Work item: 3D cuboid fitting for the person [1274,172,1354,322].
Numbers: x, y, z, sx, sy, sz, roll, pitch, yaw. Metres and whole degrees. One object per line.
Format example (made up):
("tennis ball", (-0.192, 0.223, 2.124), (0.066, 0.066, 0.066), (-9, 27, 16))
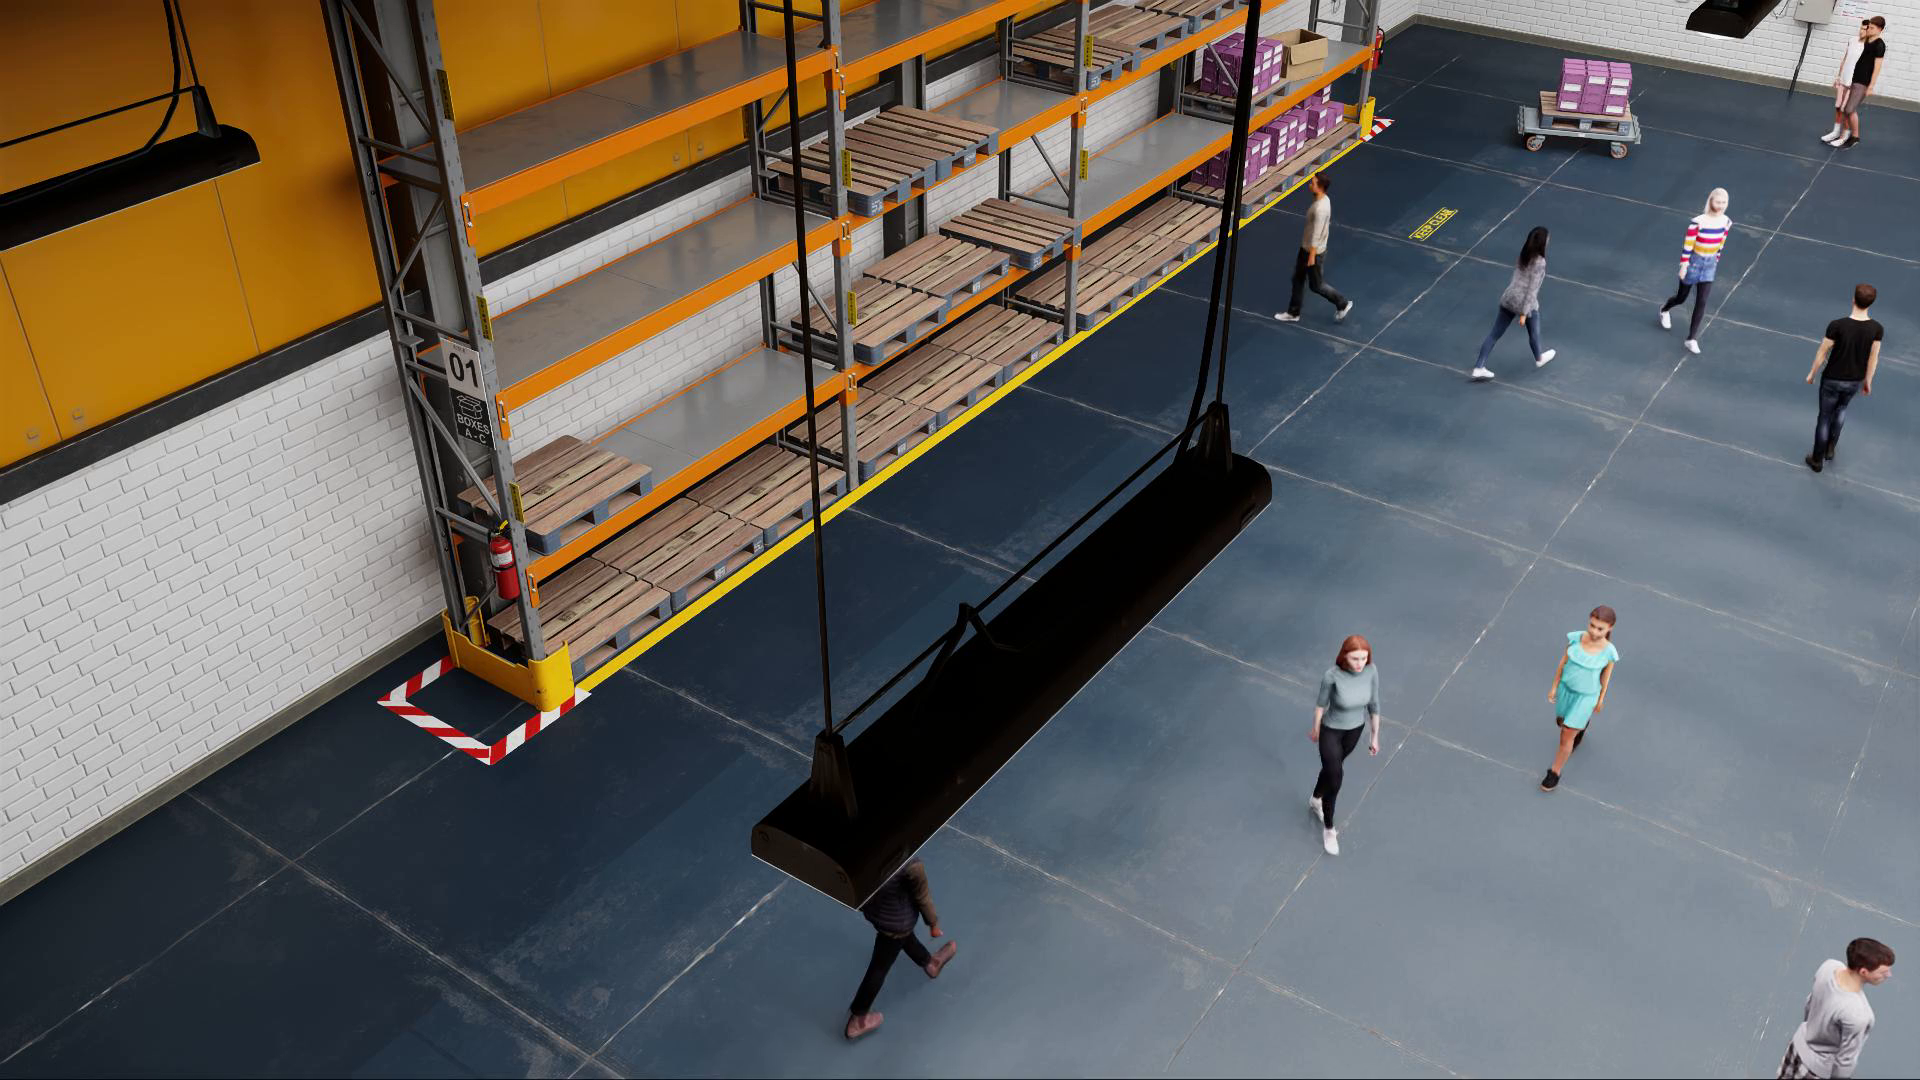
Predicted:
("person", (4.063, -3.239, 18.626), (1.052, 1.783, 1.126), (2, 34, 3))

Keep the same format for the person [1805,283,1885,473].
("person", (8.460, -1.495, 15.914), (0.805, 1.881, 0.805), (7, 34, 10))

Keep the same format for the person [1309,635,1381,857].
("person", (2.677, 1.324, 11.817), (0.885, 1.722, 0.920), (-9, 35, -13))

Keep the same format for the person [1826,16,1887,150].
("person", (12.720, -6.432, 23.368), (0.863, 1.852, 0.788), (-3, 34, -4))

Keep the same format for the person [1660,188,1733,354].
("person", (8.081, -3.023, 18.307), (1.101, 1.777, 1.214), (-2, 34, -4))

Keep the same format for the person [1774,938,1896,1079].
("person", (4.805, 2.913, 9.313), (0.770, 1.846, 0.660), (2, 34, 3))

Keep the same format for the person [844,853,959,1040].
("person", (-0.496, 2.349, 10.221), (1.275, 1.781, 0.932), (-25, 41, -32))

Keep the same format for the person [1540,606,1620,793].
("person", (4.607, 1.102, 12.316), (1.028, 1.538, 0.692), (-28, 42, -35))

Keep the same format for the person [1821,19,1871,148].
("person", (12.633, -6.474, 23.496), (0.791, 1.780, 0.745), (-10, 35, -15))

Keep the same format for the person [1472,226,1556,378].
("person", (5.819, -2.447, 17.535), (1.299, 1.673, 1.087), (-12, 35, -17))
